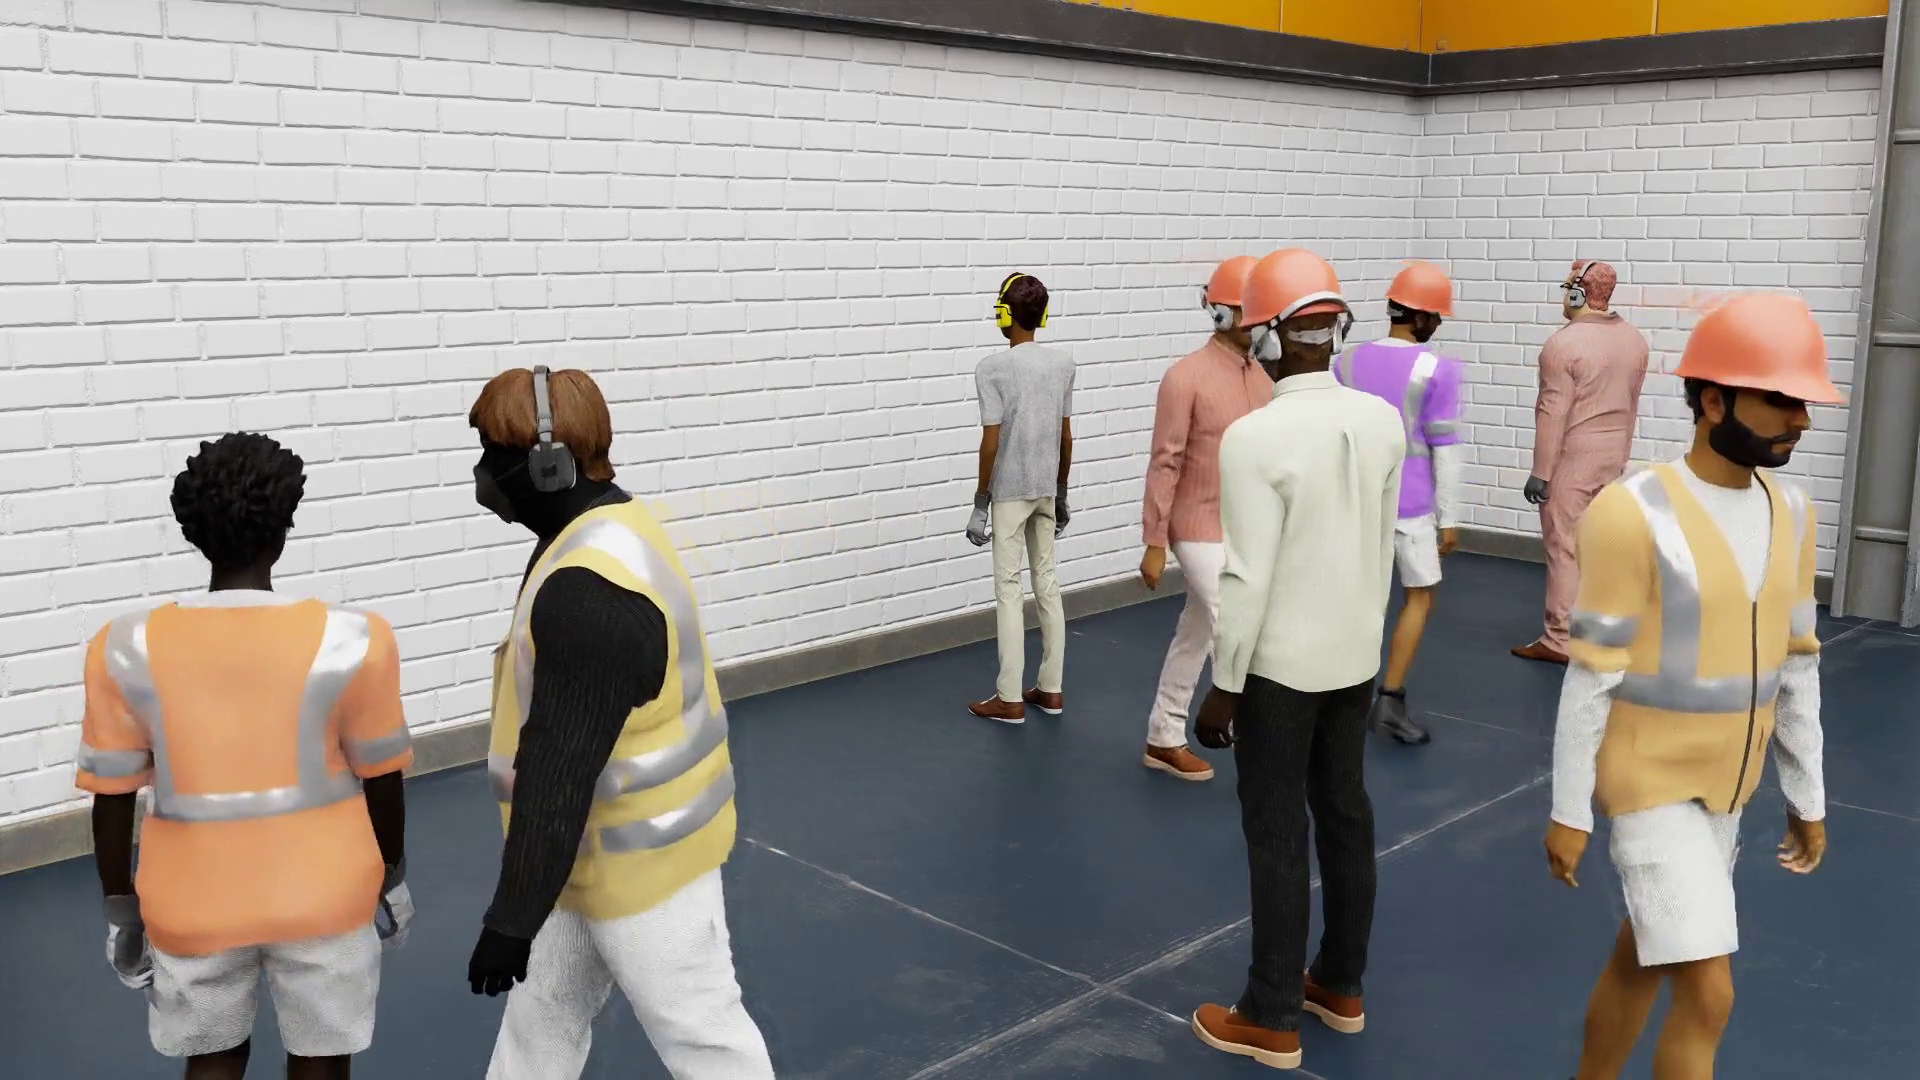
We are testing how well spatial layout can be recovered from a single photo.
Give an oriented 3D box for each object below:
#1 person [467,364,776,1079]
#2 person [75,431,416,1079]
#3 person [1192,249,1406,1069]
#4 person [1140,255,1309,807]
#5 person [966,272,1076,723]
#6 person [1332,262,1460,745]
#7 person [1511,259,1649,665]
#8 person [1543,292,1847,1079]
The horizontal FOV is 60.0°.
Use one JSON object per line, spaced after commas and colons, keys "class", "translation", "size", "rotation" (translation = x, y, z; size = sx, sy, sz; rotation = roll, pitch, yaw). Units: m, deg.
{"class": "person", "translation": [-0.718, 0.584, 3.040], "size": [0.934, 1.789, 0.631], "rotation": [-3, 11, -15]}
{"class": "person", "translation": [-1.244, 0.656, 2.950], "size": [0.543, 1.687, 0.403], "rotation": [-2, 11, -10]}
{"class": "person", "translation": [0.817, 0.294, 4.084], "size": [0.608, 1.988, 0.392], "rotation": [-8, 13, -38]}
{"class": "person", "translation": [1.026, -0.021, 5.917], "size": [0.988, 1.940, 0.624], "rotation": [9, 14, 41]}
{"class": "person", "translation": [0.251, -0.170, 6.939], "size": [0.513, 1.872, 0.328], "rotation": [-8, 13, -36]}
{"class": "person", "translation": [1.699, -0.145, 6.723], "size": [0.481, 1.907, 0.614], "rotation": [-10, 14, -44]}
{"class": "person", "translation": [2.923, -0.365, 7.890], "size": [0.641, 1.913, 0.408], "rotation": [-6, 12, -31]}
{"class": "person", "translation": [1.478, 0.492, 3.201], "size": [0.564, 1.907, 0.815], "rotation": [-5, 12, -27]}
